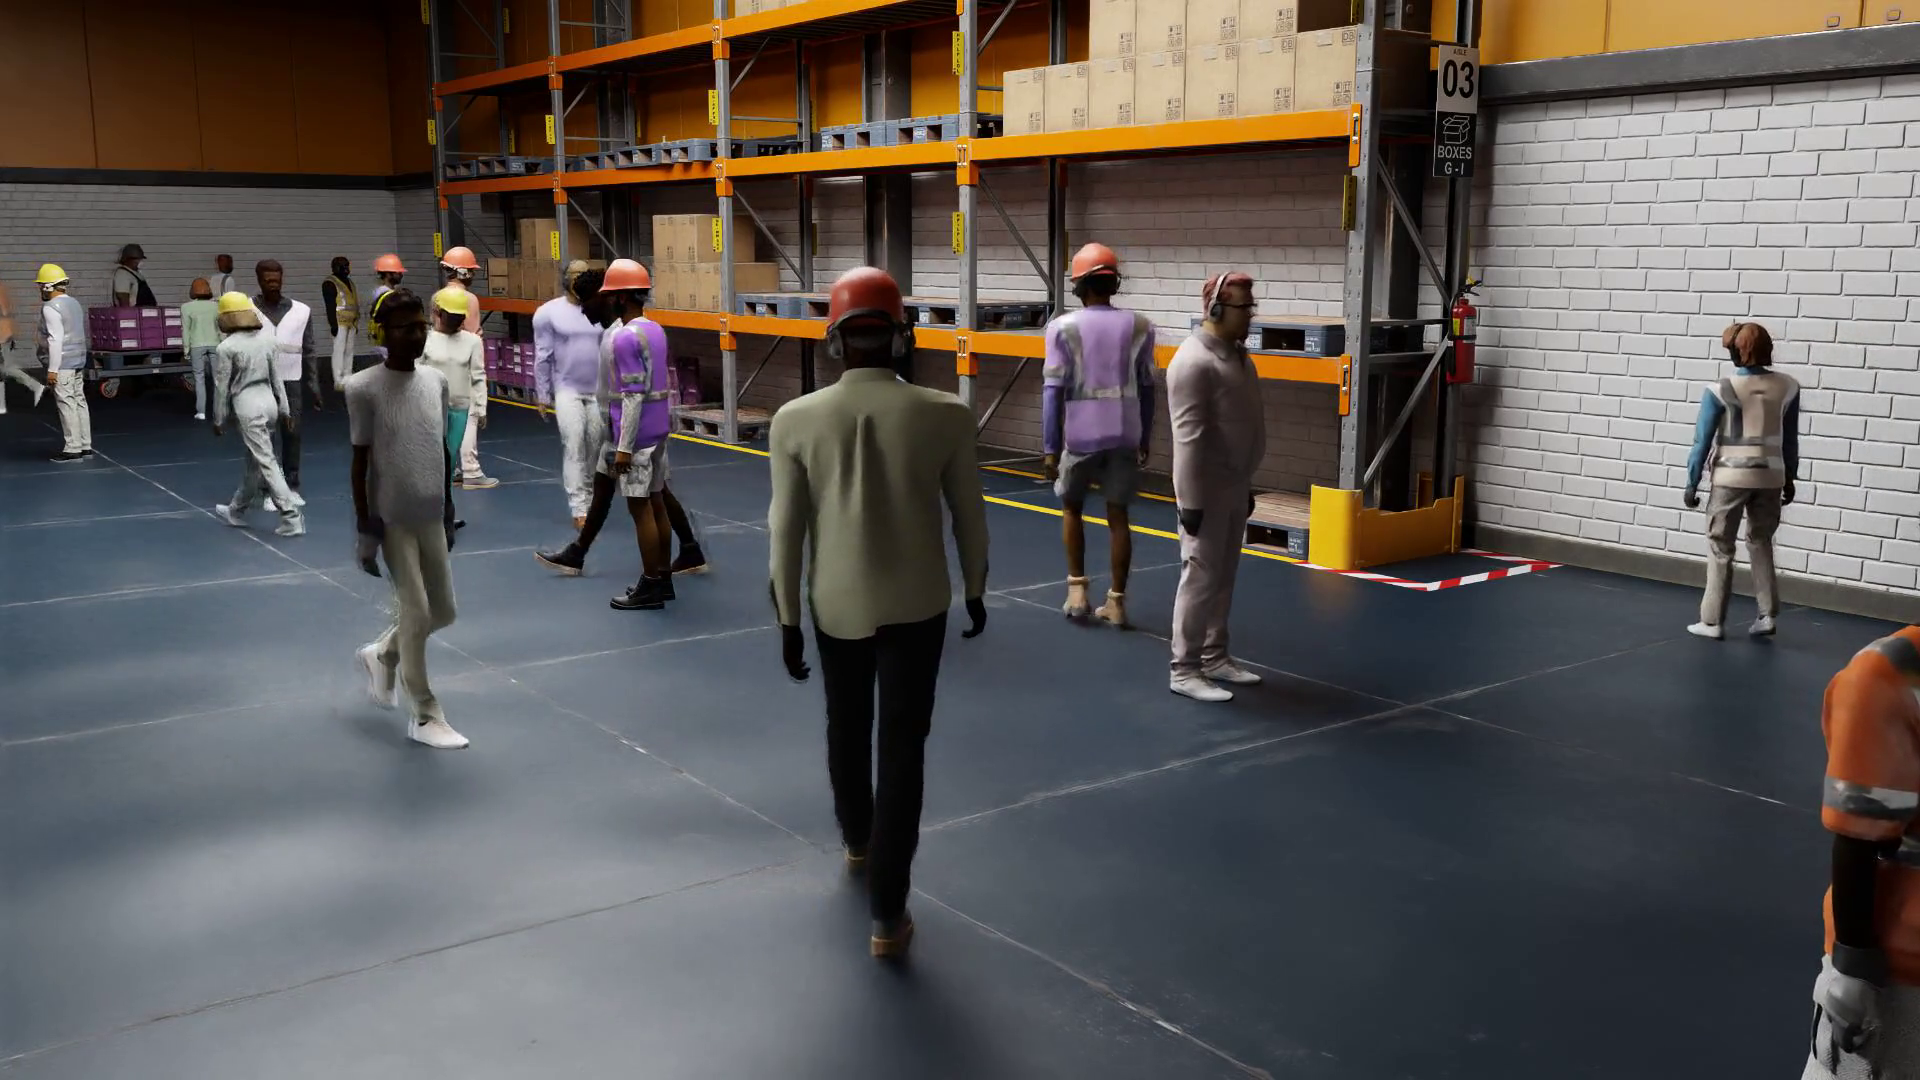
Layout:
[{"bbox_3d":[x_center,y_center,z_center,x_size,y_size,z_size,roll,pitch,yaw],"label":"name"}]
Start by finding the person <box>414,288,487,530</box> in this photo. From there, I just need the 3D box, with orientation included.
[{"bbox_3d":[-3.598,-0.909,11.689,0.581,1.704,0.876,-7,13,-36],"label":"person"}]

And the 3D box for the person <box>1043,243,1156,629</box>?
[{"bbox_3d":[0.732,-0.543,8.803,0.645,2.018,0.584,-2,10,-10],"label":"person"}]

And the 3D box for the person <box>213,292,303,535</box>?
[{"bbox_3d":[-4.957,-0.876,11.573,0.937,1.677,0.497,5,11,25],"label":"person"}]

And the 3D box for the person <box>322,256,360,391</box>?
[{"bbox_3d":[-8.503,-2.981,22.948,0.429,1.840,0.632,1,10,8],"label":"person"}]

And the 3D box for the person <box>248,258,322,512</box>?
[{"bbox_3d":[-5.230,-1.190,12.730,0.606,1.916,0.421,-7,12,-34],"label":"person"}]

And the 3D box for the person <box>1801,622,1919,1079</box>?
[{"bbox_3d":[1.644,0.692,2.774,0.540,1.695,0.317,-4,11,-21],"label":"person"}]

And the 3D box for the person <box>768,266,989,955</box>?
[{"bbox_3d":[-0.227,0.167,5.008,0.624,1.943,0.971,1,10,6],"label":"person"}]

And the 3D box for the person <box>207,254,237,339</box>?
[{"bbox_3d":[-10.631,-3.218,24.195,0.586,1.866,0.550,5,11,28],"label":"person"}]

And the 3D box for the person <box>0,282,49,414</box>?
[{"bbox_3d":[-11.322,-2.431,19.695,0.688,1.904,0.603,-2,10,-10],"label":"person"}]

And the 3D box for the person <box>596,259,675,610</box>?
[{"bbox_3d":[-1.806,-0.578,9.217,0.374,1.935,0.552,1,10,8],"label":"person"}]

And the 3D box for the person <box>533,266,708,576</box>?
[{"bbox_3d":[-2.037,-0.696,10.016,1.053,1.883,0.682,-2,10,-12],"label":"person"}]

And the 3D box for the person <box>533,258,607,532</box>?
[{"bbox_3d":[-2.688,-1.037,11.867,0.653,1.933,0.588,-6,12,-31],"label":"person"}]

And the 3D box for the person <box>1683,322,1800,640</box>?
[{"bbox_3d":[3.953,-0.283,8.420,0.557,1.629,0.376,-1,10,-4],"label":"person"}]

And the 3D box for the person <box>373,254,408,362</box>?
[{"bbox_3d":[-5.919,-1.977,17.110,0.671,1.920,0.550,-4,11,-23],"label":"person"}]

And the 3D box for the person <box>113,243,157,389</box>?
[{"bbox_3d":[-11.384,-3.091,23.003,0.537,2.000,0.695,-2,10,-13],"label":"person"}]

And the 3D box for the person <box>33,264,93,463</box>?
[{"bbox_3d":[-8.317,-1.630,15.403,0.403,1.830,0.598,-1,10,-6],"label":"person"}]

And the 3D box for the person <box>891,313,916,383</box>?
[{"bbox_3d":[-0.341,-0.325,8.510,0.372,1.680,0.546,-3,11,-16],"label":"person"}]

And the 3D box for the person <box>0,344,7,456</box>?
[{"bbox_3d":[-9.439,-1.706,15.883,0.997,1.826,0.538,9,13,40],"label":"person"}]

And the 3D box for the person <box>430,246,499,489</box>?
[{"bbox_3d":[-4.117,-1.419,13.765,0.618,1.993,0.396,8,13,39],"label":"person"}]

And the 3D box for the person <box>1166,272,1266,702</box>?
[{"bbox_3d":[1.155,-0.234,7.416,0.400,1.896,0.649,6,12,28],"label":"person"}]

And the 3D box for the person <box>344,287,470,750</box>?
[{"bbox_3d":[-2.272,-0.090,6.731,0.649,1.854,0.517,7,12,33],"label":"person"}]

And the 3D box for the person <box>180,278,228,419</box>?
[{"bbox_3d":[-8.717,-2.206,19.216,0.494,1.624,0.282,-9,13,-41],"label":"person"}]
